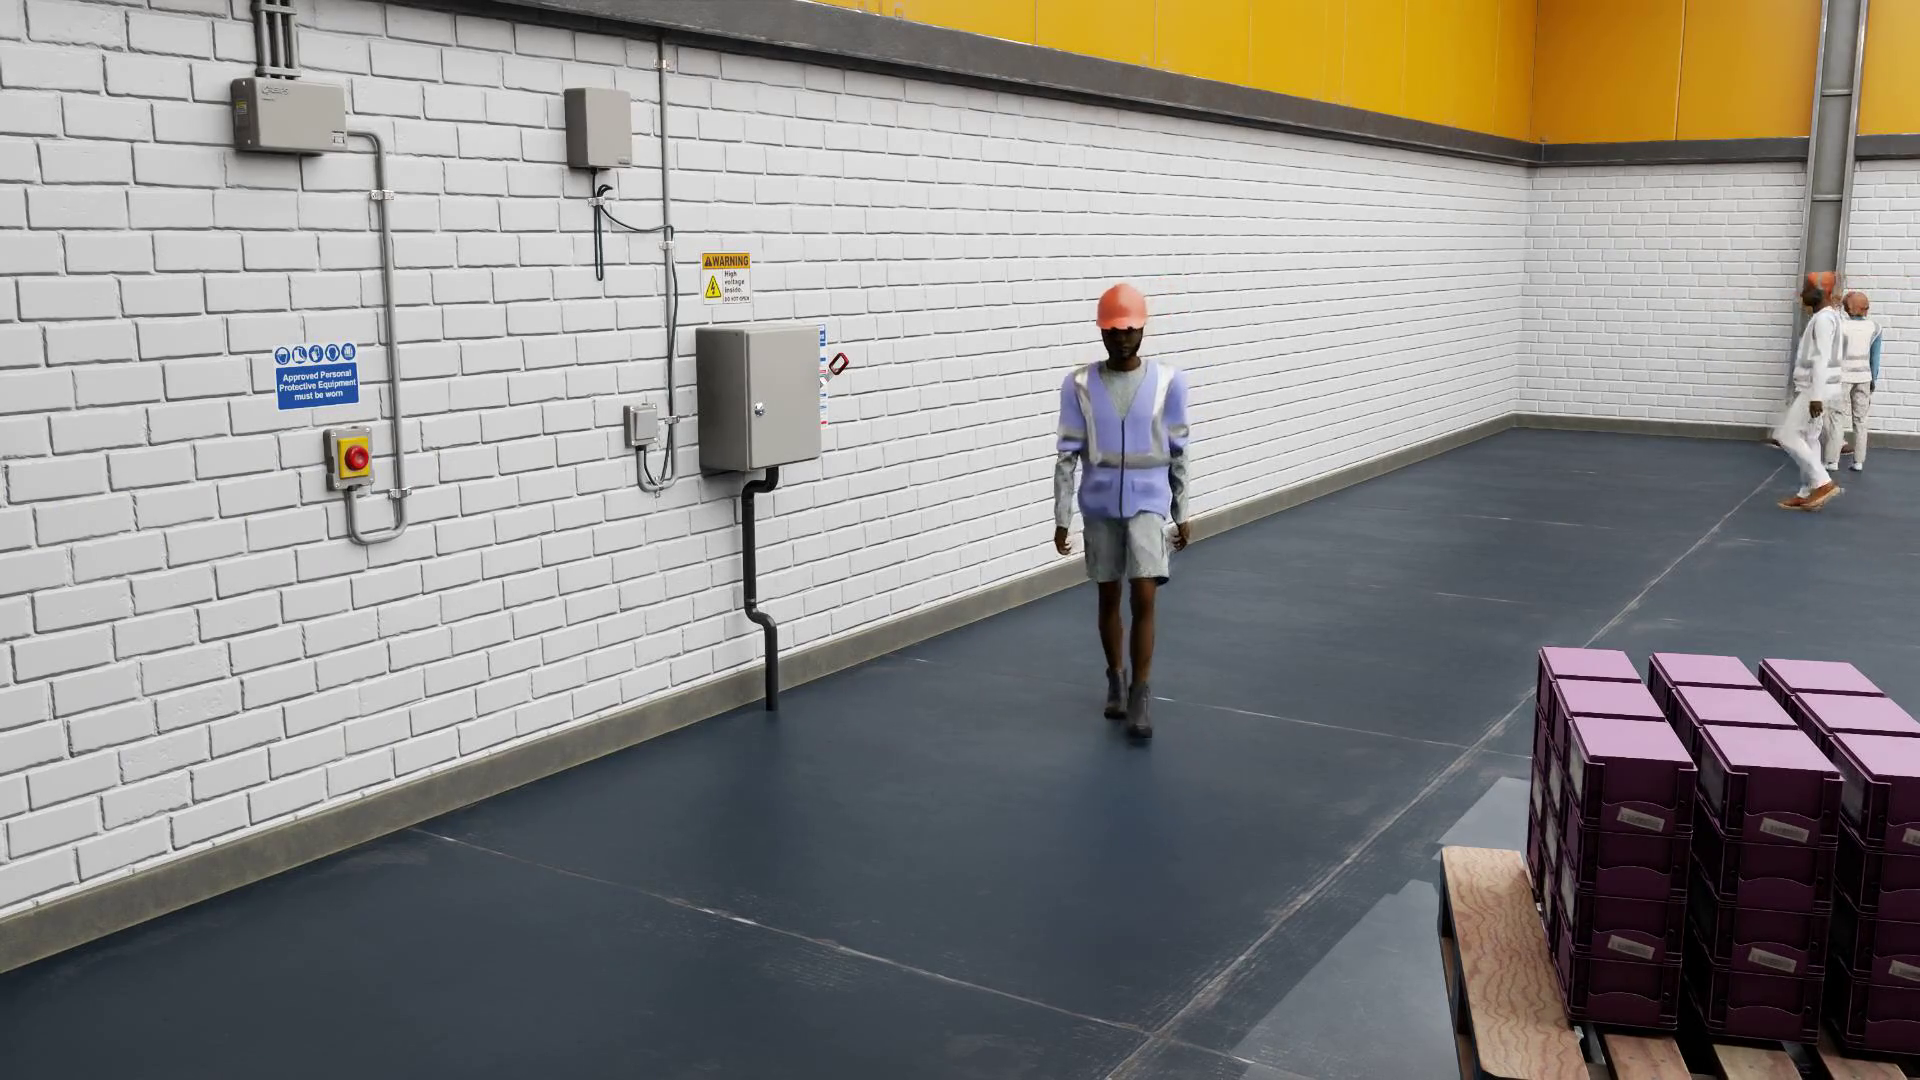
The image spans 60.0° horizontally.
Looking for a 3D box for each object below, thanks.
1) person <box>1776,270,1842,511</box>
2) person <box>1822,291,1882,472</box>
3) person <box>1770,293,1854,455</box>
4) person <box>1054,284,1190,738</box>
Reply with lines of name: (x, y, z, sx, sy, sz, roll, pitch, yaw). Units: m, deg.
person: (6.578, -1.142, 12.870, 0.417, 1.866, 0.599, 6, 12, 29)
person: (8.077, -1.430, 15.104, 0.522, 1.640, 0.306, 0, 10, -2)
person: (8.504, -1.647, 16.461, 0.872, 1.584, 0.515, 7, 13, 36)
person: (0.678, -0.115, 7.056, 0.580, 1.908, 0.831, 2, 10, 10)
